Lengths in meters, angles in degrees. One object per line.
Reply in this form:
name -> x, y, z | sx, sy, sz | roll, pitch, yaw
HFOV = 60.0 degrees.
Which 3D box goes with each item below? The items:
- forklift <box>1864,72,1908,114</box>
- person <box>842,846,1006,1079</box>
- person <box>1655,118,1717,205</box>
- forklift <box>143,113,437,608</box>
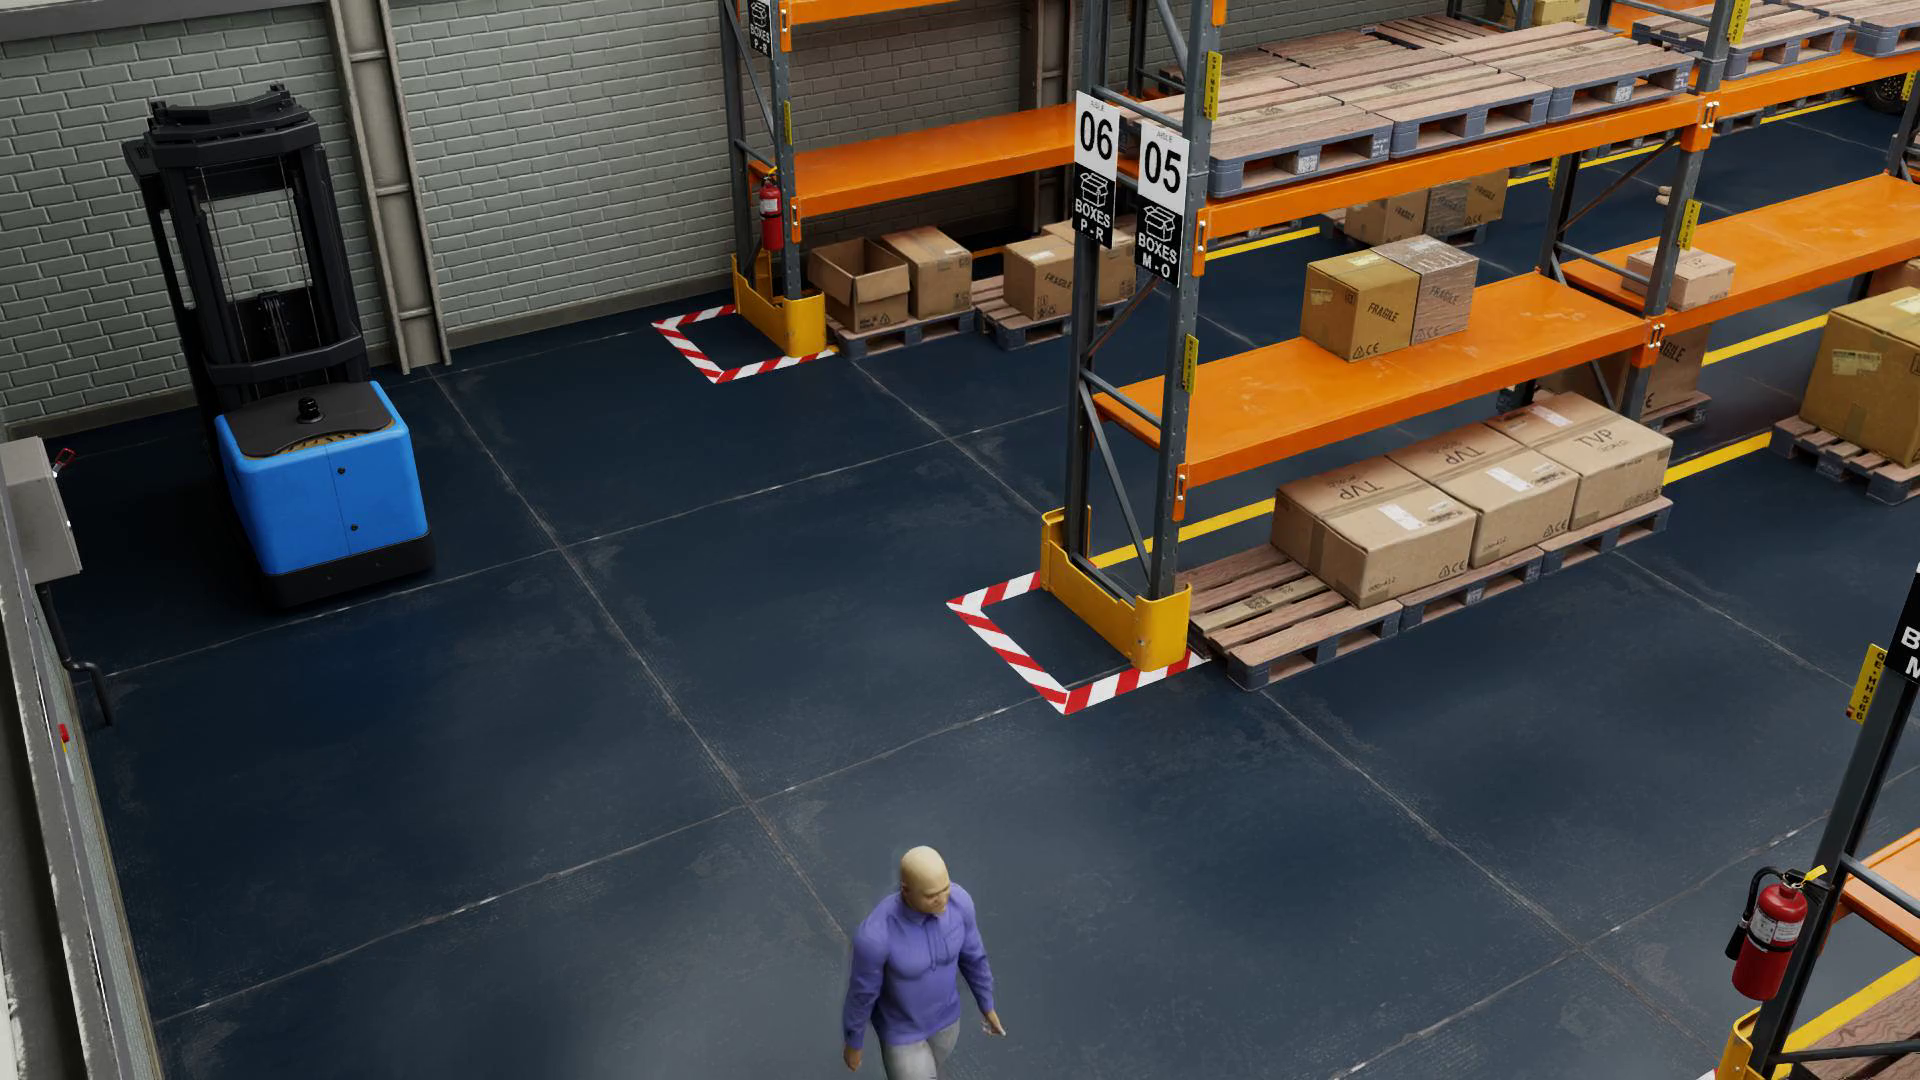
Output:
forklift -> 11.468, -5.645, 18.244 | 1.214, 2.155, 2.313 | -17, 36, -26
person -> -0.103, 1.916, 6.395 | 0.611, 1.780, 0.678 | -22, 38, -32
person -> 7.195, -4.191, 16.221 | 0.402, 1.850, 0.529 | 15, 35, 22
forklift -> -4.289, -1.259, 10.509 | 1.129, 2.768, 1.873 | -17, 36, -26
